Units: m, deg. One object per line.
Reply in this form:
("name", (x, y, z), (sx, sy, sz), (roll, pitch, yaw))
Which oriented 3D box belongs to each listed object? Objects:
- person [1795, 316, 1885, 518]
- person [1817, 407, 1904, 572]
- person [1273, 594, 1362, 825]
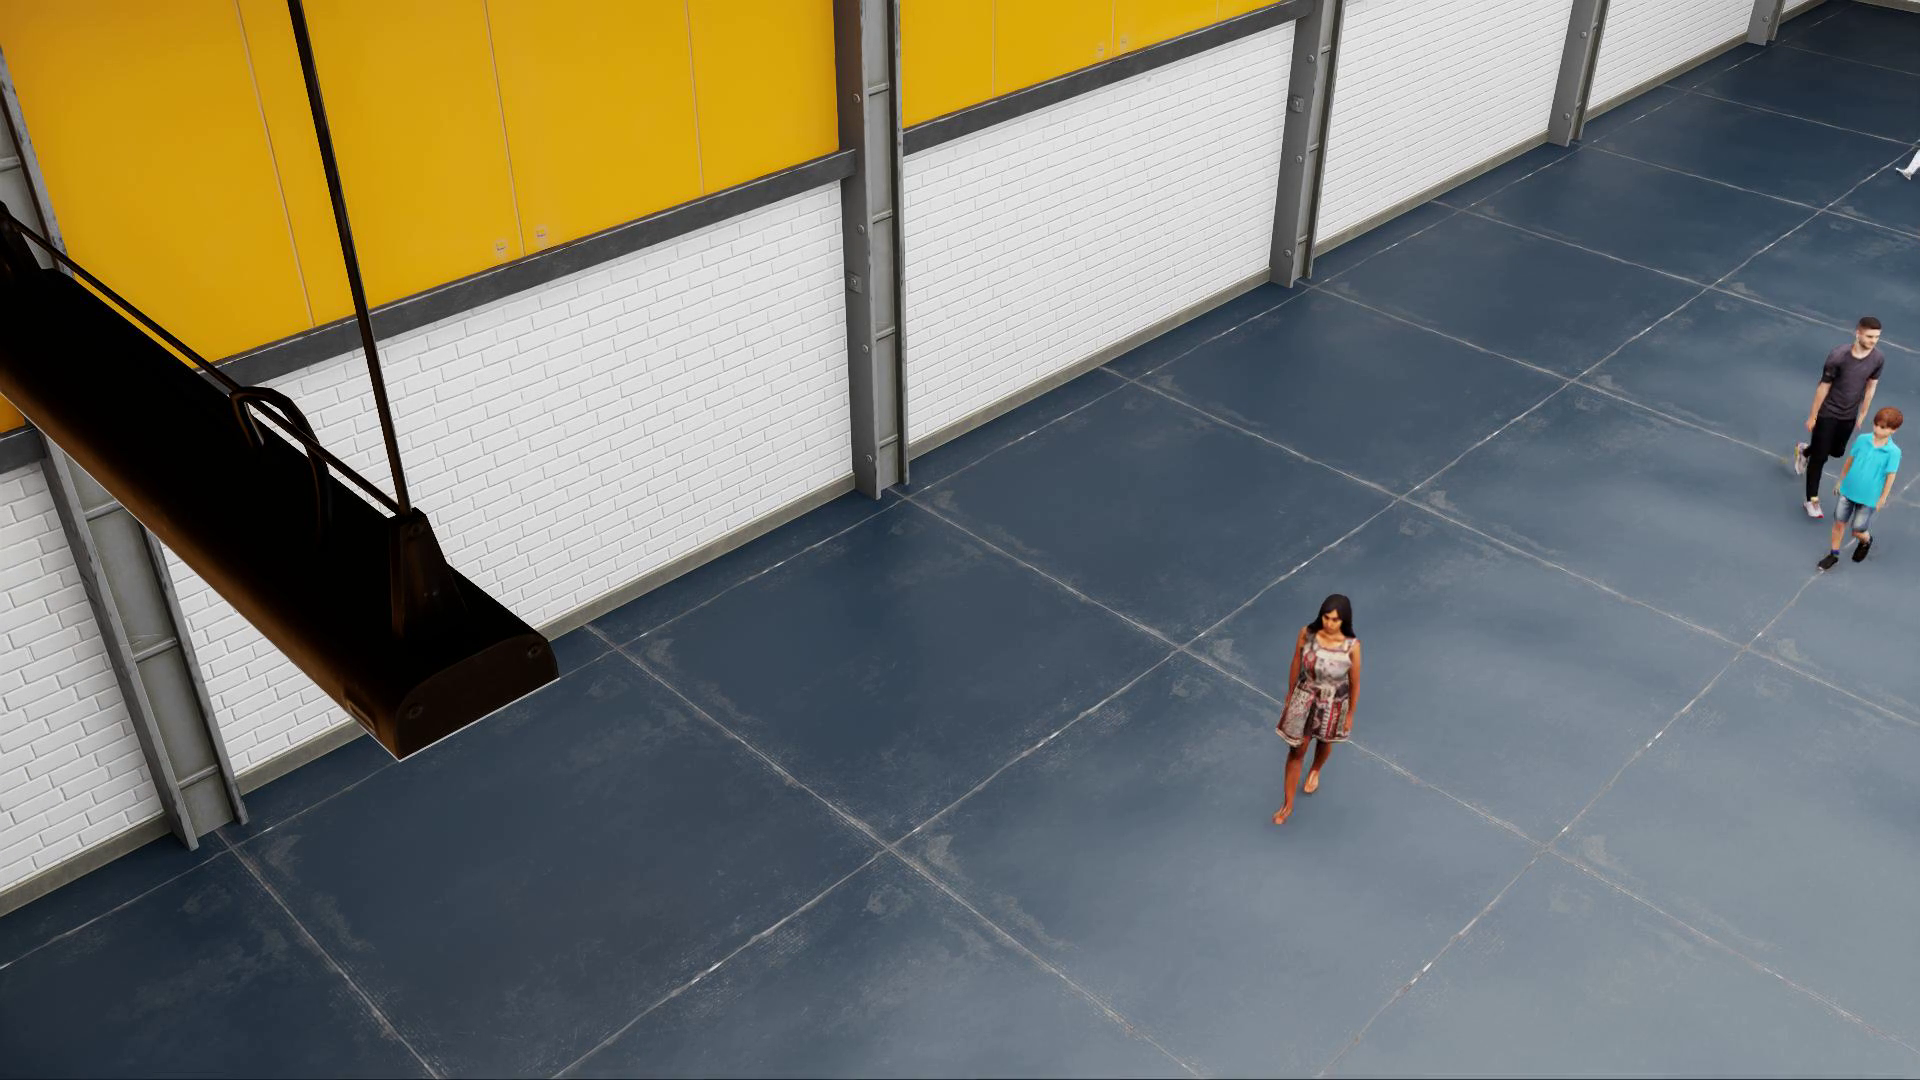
("person", (7.229, -1.085, 13.778), (1.042, 1.742, 1.091), (-1, 34, -1))
("person", (7.101, -0.408, 13.035), (0.736, 1.438, 0.599), (-20, 38, -27))
("person", (2.361, 0.989, 10.765), (0.848, 1.624, 1.026), (13, 36, 18))
